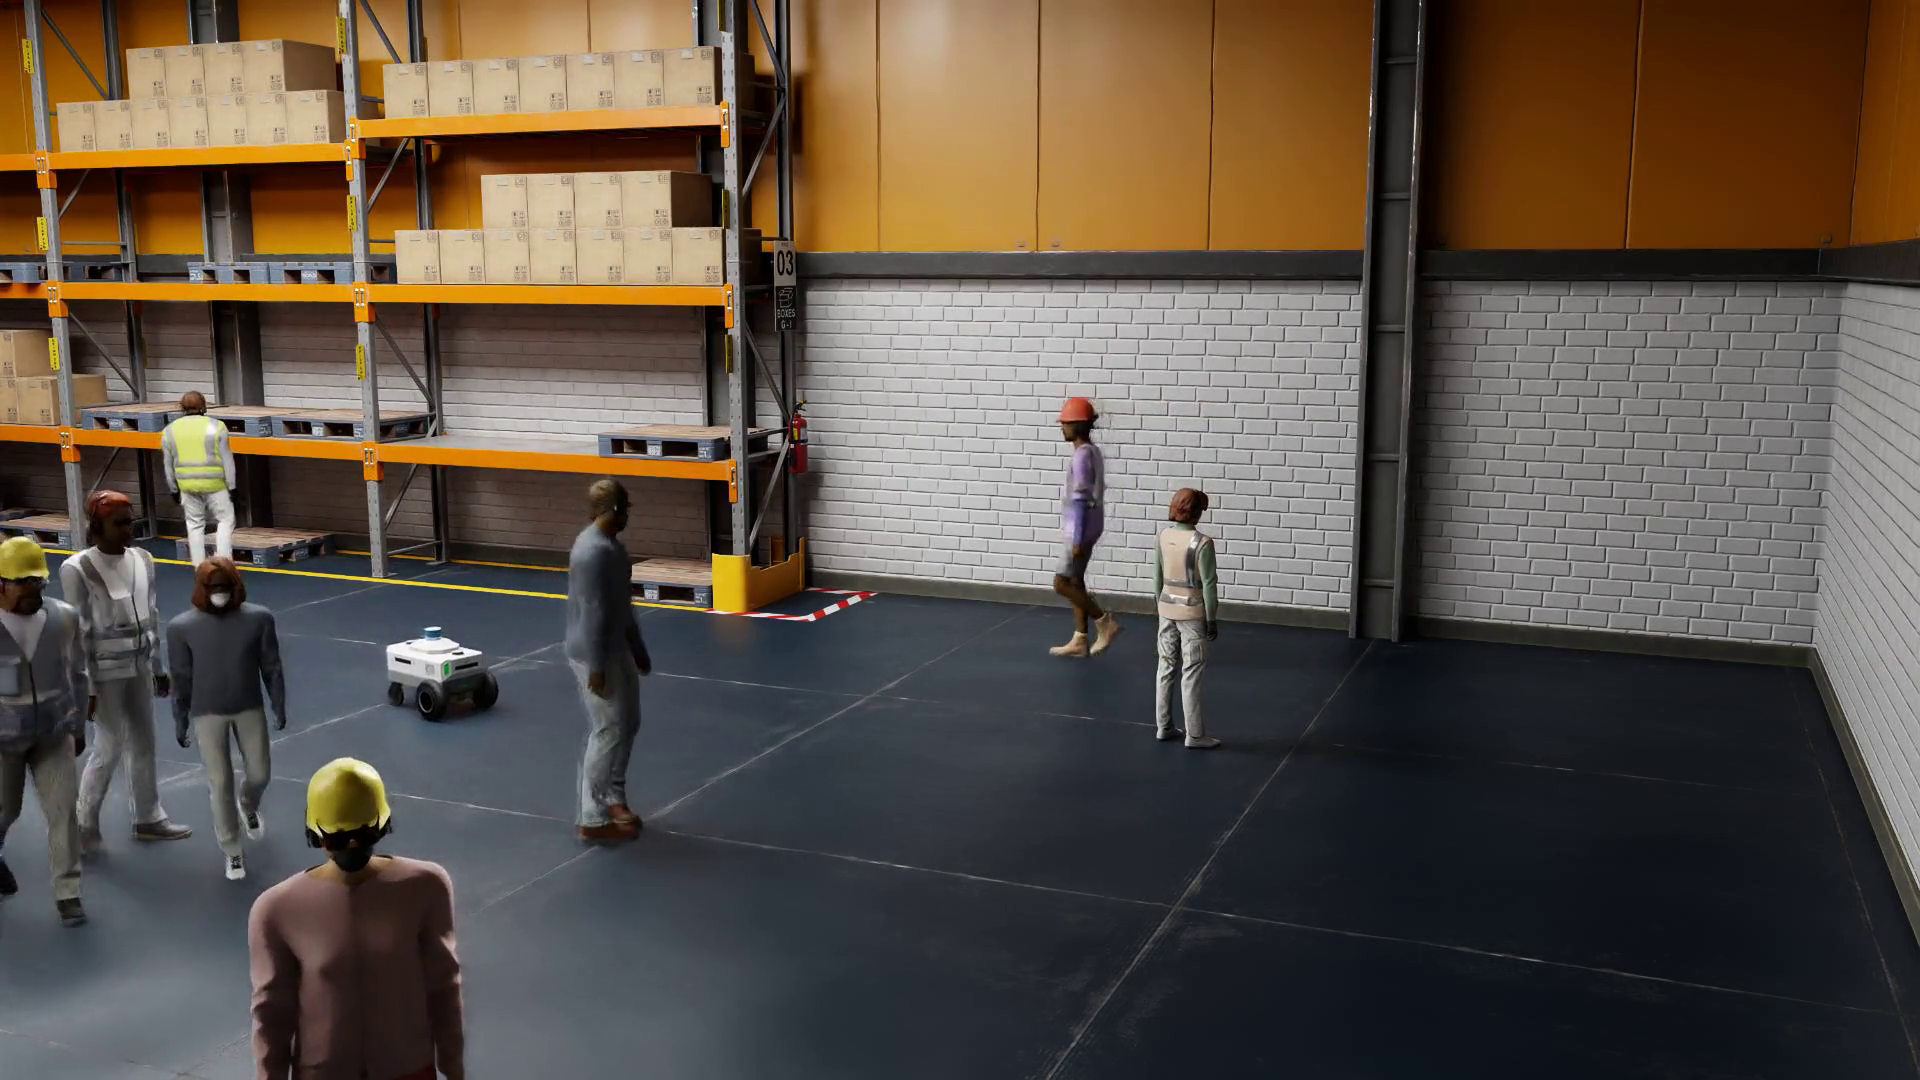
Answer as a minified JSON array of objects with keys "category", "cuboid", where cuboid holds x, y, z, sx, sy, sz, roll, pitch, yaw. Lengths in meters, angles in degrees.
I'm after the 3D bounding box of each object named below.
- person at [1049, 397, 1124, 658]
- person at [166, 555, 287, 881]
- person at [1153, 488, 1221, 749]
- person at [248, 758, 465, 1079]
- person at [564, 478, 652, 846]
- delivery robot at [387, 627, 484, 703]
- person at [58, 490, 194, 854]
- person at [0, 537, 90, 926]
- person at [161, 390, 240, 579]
[{"category":"person","cuboid":[0.936,-0.072,12.623,0.490,2.023,0.628,2,9,9]},{"category":"person","cuboid":[-3.638,0.852,8.266,0.536,1.615,0.469,-6,11,-30]},{"category":"person","cuboid":[1.410,0.487,10.407,0.308,1.639,0.510,-7,12,-38]},{"category":"person","cuboid":[-1.577,1.420,4.394,0.531,1.756,0.330,-5,11,-28]},{"category":"person","cuboid":[-1.891,0.619,8.837,0.405,1.892,0.677,0,9,-2]},{"category":"delivery robot","cuboid":[-3.564,0.835,11.288,0.707,0.478,0.477,7,12,37]},{"category":"person","cuboid":[-4.357,0.676,8.554,0.499,1.881,0.647,3,10,16]},{"category":"person","cuboid":[-4.351,0.854,7.691,0.606,1.807,0.769,-9,13,-43]},{"category":"person","cuboid":[-7.216,-0.506,15.838,0.665,1.833,0.455,0,9,-2]}]
